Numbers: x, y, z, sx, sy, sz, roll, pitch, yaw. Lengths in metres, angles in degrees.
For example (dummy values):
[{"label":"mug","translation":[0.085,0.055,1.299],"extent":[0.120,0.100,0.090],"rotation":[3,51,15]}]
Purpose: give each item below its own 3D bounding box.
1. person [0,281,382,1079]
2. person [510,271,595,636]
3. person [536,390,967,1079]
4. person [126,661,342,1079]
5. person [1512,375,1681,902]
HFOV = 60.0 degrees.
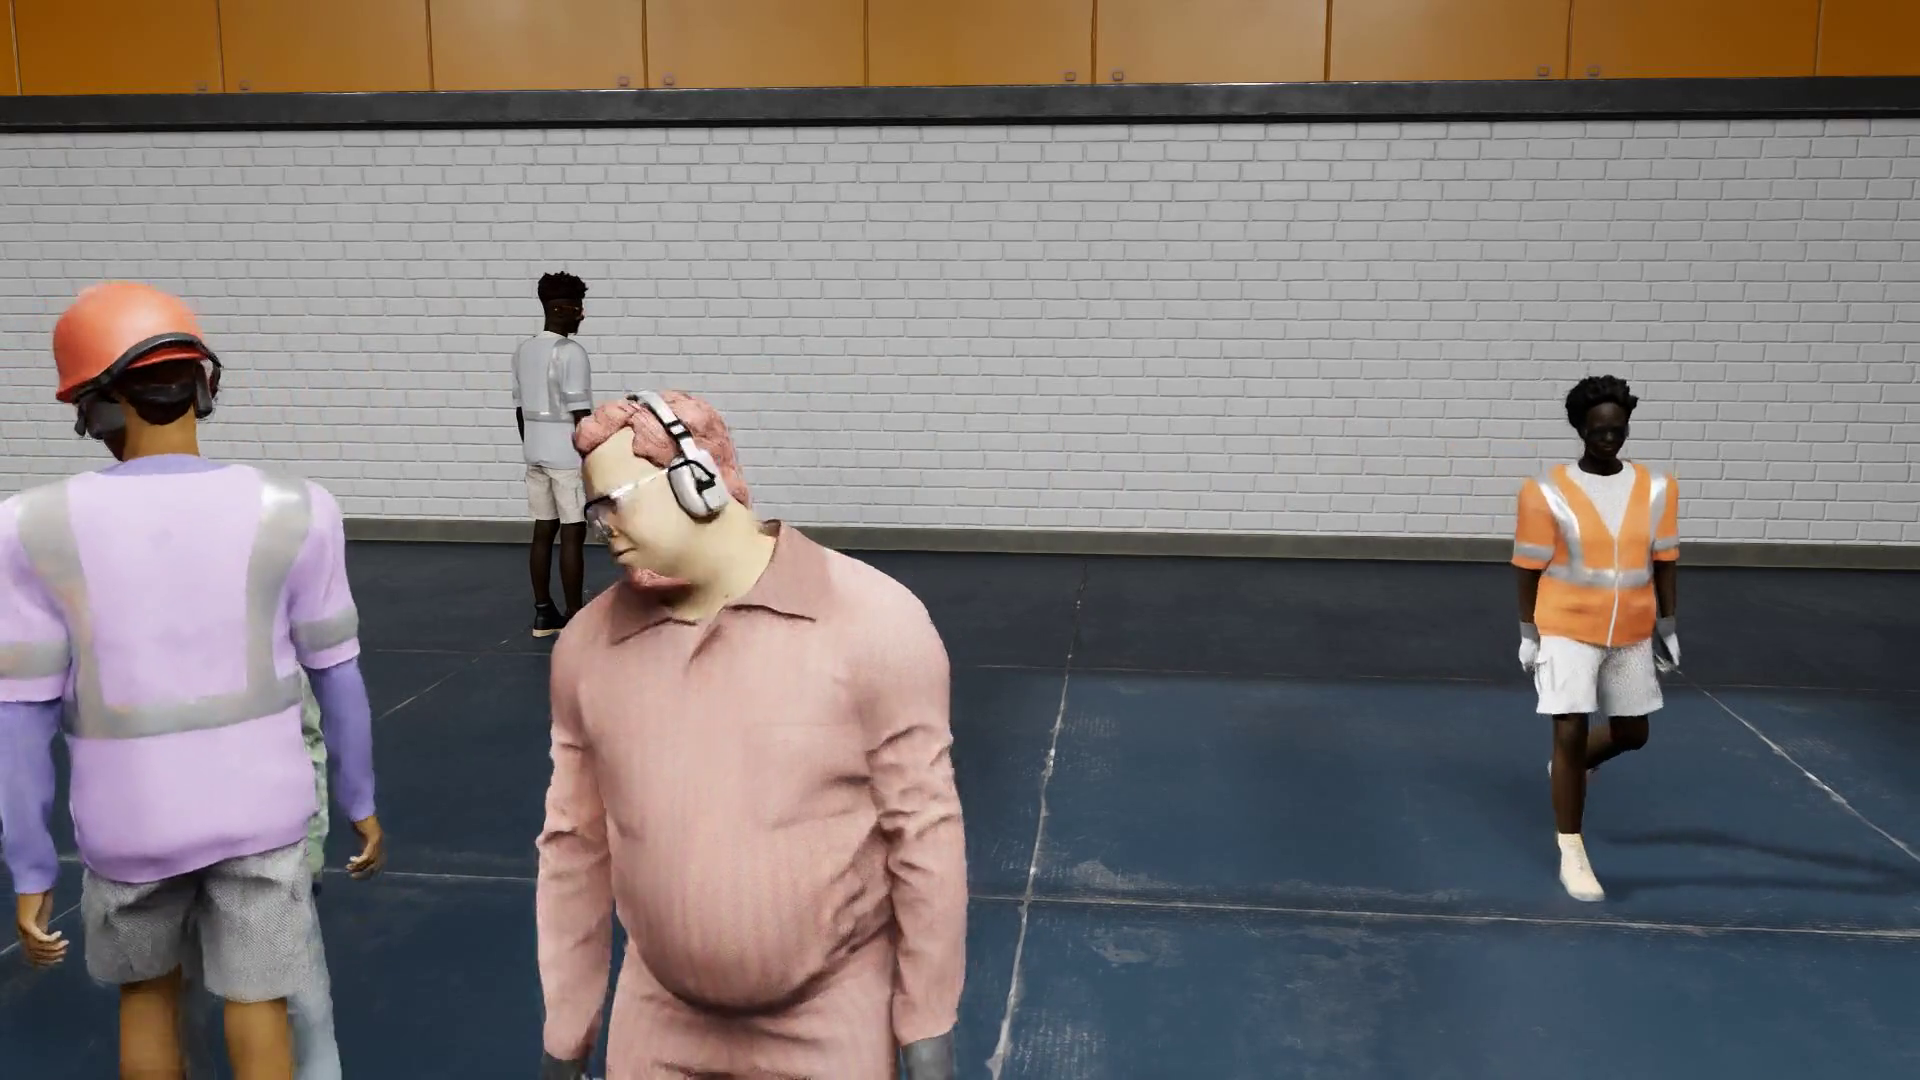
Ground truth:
[{"label":"person","translation":[-1.444,0.526,3.177],"extent":[0.653,2.009,0.572],"rotation":[-4,11,-22]},{"label":"person","translation":[-2.115,-0.434,8.827],"extent":[0.601,1.960,0.373],"rotation":[9,13,41]},{"label":"person","translation":[-0.326,0.728,2.535],"extent":[0.689,1.899,0.408],"rotation":[2,10,12]},{"label":"person","translation":[-1.453,0.708,3.338],"extent":[0.492,1.600,0.725],"rotation":[-8,13,-40]},{"label":"person","translation":[2.062,0.287,5.483],"extent":[0.538,1.680,0.641],"rotation":[0,10,-2]}]
